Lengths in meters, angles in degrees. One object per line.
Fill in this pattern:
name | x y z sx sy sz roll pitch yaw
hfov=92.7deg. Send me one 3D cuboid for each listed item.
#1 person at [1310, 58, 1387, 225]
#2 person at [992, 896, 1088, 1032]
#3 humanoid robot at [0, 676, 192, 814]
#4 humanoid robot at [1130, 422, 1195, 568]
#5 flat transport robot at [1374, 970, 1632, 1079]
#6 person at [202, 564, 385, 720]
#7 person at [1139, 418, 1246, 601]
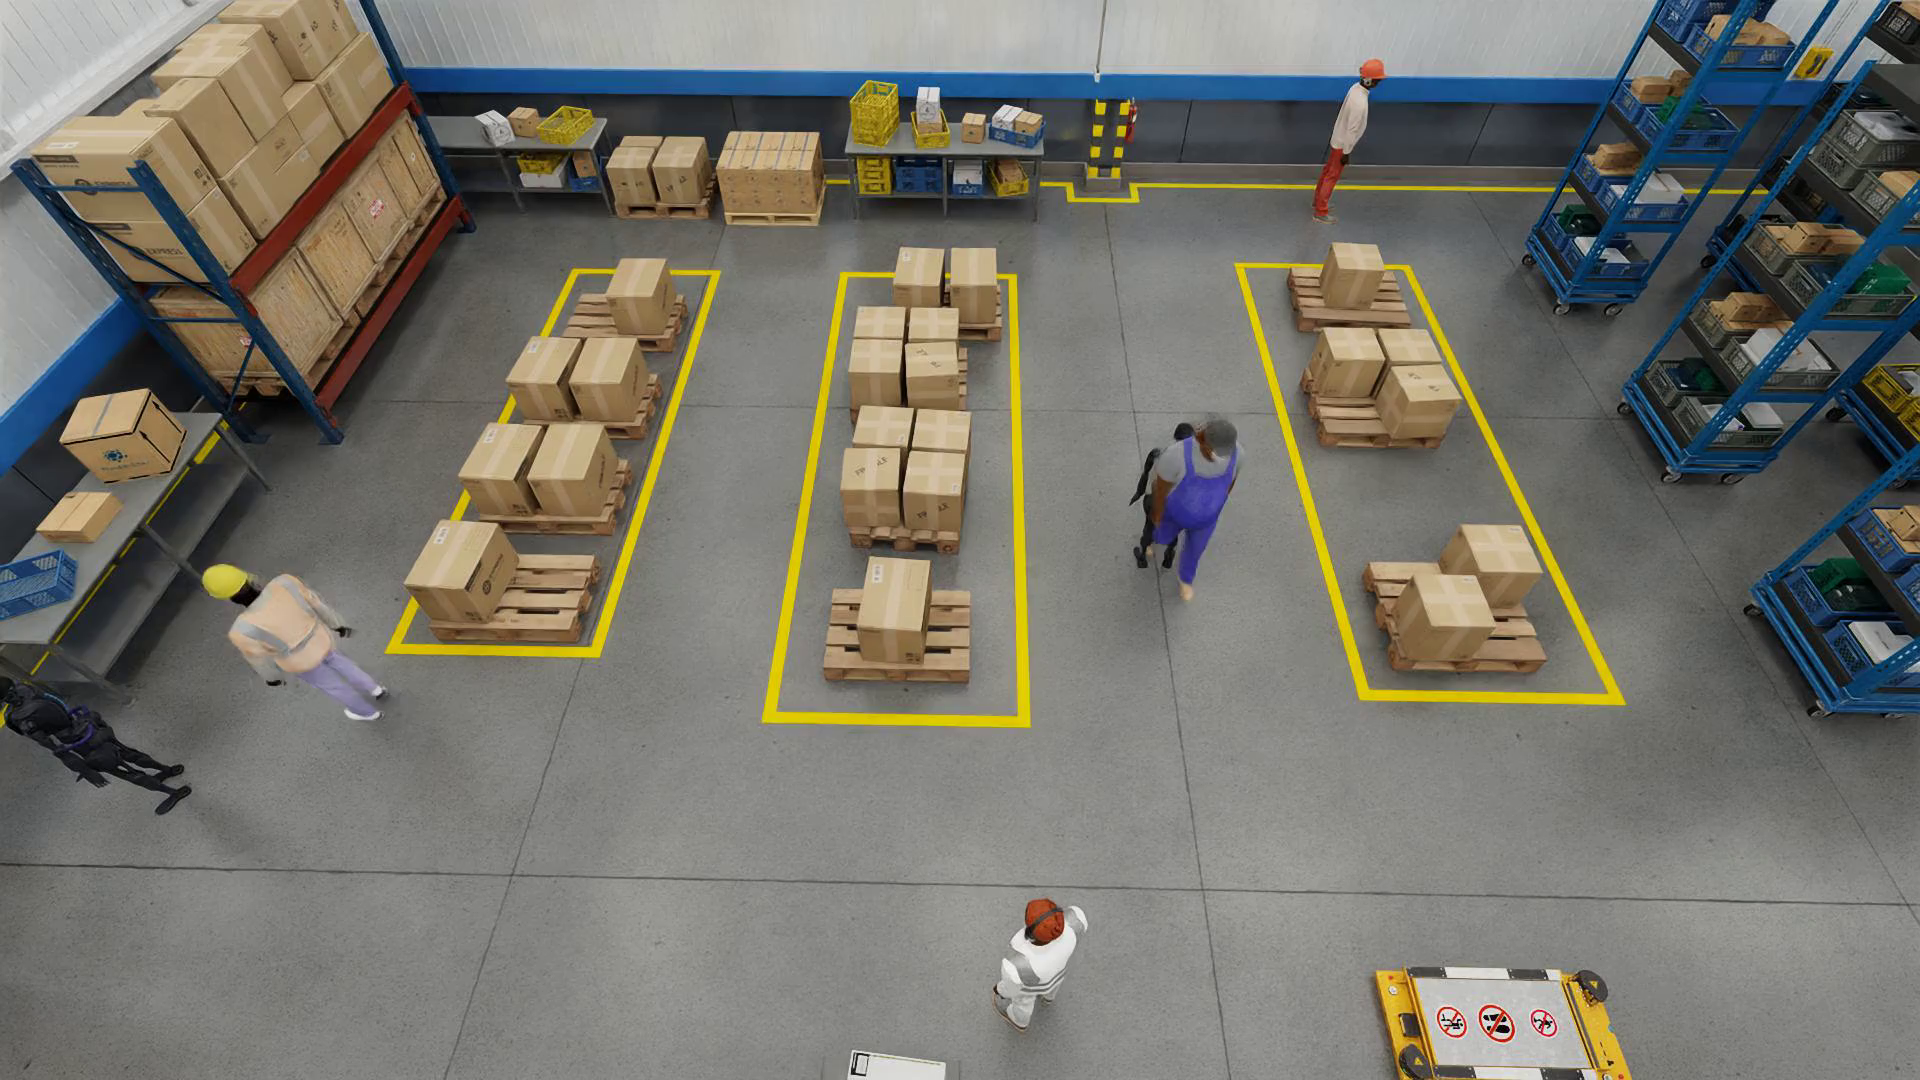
person | 4.812 -4.958 11.415 0.389 1.995 0.611 10 52 8
person | 0.440 2.499 5.408 0.574 1.882 0.356 -32 58 -23
humanoid robot | -6.123 1.415 6.418 0.324 1.650 0.567 -33 58 -24
humanoid robot | 1.787 -0.370 7.870 0.609 1.656 0.311 2 51 2
flat transport robot | 3.501 3.133 5.914 1.431 0.197 0.652 1 51 1
person | -4.882 0.798 6.779 0.438 1.904 0.595 9 51 7
person | 1.928 -0.387 7.659 0.689 2.000 0.752 -1 51 -1
